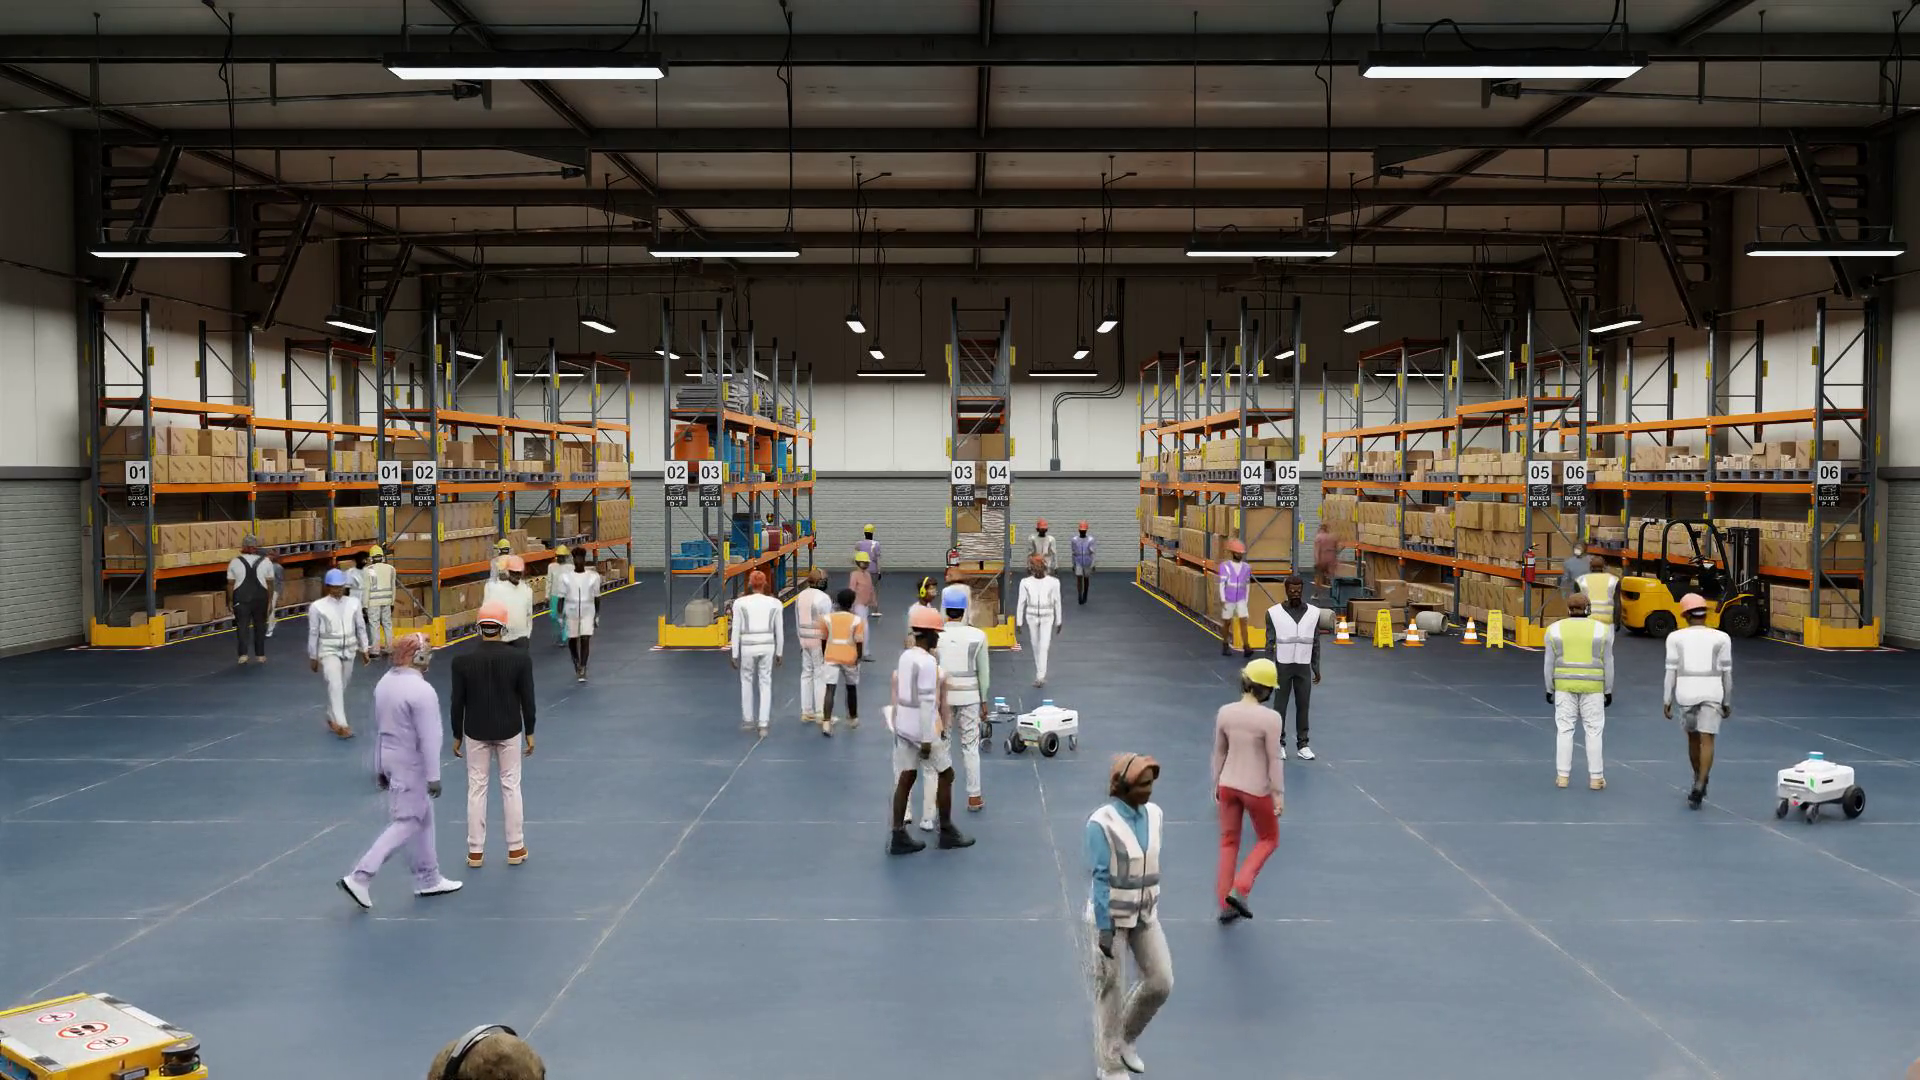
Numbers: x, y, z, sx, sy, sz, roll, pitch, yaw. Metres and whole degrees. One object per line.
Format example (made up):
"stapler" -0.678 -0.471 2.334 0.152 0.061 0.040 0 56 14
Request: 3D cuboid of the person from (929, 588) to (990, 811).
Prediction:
"person" -0.041 1.402 14.239 0.605 1.948 0.404 0 2 5

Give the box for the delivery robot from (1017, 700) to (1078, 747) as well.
"delivery robot" 0.936 1.946 17.194 0.477 0.478 0.707 2 3 42

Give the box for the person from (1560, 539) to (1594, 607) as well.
"person" 10.091 0.937 26.288 0.654 1.916 0.584 2 3 45

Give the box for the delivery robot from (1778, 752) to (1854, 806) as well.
"delivery robot" 7.389 2.075 13.938 0.707 0.478 0.477 -1 3 -34

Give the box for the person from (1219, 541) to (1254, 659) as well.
"person" 4.469 0.963 26.150 0.556 1.891 0.961 0 2 -7

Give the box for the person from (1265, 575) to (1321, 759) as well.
"person" 3.463 1.318 16.844 0.589 1.914 0.377 0 2 -7

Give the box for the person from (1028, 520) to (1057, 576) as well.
"person" 1.801 0.543 35.316 0.627 1.999 1.045 0 2 -3

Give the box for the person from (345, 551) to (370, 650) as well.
"person" -10.171 1.013 27.335 0.369 1.675 0.573 1 3 30

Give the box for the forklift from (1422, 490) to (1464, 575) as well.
"forklift" 13.926 -0.371 47.846 1.873 2.768 1.129 0 2 0

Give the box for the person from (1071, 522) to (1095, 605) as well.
"person" 2.848 0.518 37.255 0.550 1.902 0.941 0 2 6

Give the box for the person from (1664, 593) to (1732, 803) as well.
"person" 6.692 1.427 14.648 0.565 1.877 0.946 1 3 27

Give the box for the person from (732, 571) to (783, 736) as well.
"person" -2.333 1.276 18.496 0.601 1.855 0.779 -1 2 -16

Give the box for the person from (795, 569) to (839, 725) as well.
"person" -1.686 1.259 19.189 0.429 1.840 0.633 -2 3 -40

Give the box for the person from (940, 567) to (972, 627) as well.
"person" -0.100 1.198 23.368 0.523 1.618 0.478 -2 3 -39

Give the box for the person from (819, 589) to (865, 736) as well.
"person" -1.356 1.390 18.469 0.552 1.647 0.902 0 2 6

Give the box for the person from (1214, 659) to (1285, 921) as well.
"person" 1.908 1.648 10.612 0.390 1.737 0.597 -2 3 -45

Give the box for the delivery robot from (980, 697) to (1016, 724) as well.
"delivery robot" 0.429 1.811 17.374 0.335 0.223 0.698 1 2 15

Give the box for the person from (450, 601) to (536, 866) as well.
"person" -3.538 1.458 12.253 0.622 1.993 0.382 -1 2 -13

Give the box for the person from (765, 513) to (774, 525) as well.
"person" -5.611 0.131 47.388 0.354 1.863 0.537 -1 2 -18

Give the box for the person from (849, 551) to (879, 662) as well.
"person" -1.473 1.055 25.515 0.703 1.744 0.537 1 3 27

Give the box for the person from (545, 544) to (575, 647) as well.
"person" -6.891 0.954 27.912 0.549 1.770 0.426 0 2 11

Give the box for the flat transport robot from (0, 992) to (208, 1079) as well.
"flat transport robot" -4.372 2.498 7.974 1.431 0.197 0.652 2 3 40

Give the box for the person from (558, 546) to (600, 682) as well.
"person" -5.495 1.049 23.324 0.599 1.943 0.774 0 2 -11

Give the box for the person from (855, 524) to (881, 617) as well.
"person" -1.909 0.638 33.732 0.584 1.927 0.367 1 2 21

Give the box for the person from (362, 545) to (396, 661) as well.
"person" -9.306 1.001 25.809 0.404 1.828 0.592 2 3 36

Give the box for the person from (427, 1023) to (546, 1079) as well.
"person" -0.890 1.854 2.994 0.371 1.939 0.629 1 2 20

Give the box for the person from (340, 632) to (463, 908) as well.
"person" -3.846 1.567 11.094 0.853 1.876 0.676 -2 3 -43

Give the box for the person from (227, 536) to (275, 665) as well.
"person" -11.143 0.935 25.386 0.691 2.000 0.913 -1 2 -24

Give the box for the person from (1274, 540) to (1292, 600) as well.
"person" 7.491 0.481 37.670 0.586 1.928 0.380 1 2 14

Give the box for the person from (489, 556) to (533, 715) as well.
"person" -5.622 1.166 20.102 0.625 1.968 0.914 -2 3 -41

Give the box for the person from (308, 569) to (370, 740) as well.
"person" -7.057 1.265 18.294 0.992 1.906 0.600 2 3 44

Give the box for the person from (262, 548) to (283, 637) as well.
"person" -12.638 0.952 29.554 0.516 1.617 0.538 0 2 1

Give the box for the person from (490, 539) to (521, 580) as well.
"person" -8.026 0.894 28.461 0.597 1.831 0.403 -2 3 -43

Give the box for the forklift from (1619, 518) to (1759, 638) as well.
"forklift" 13.417 0.684 29.791 2.313 2.155 1.214 0 2 0

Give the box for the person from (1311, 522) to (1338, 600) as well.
"person" 8.635 0.507 37.994 0.690 1.861 0.934 -1 2 -23

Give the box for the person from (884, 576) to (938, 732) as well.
"person" -0.525 1.312 17.792 0.647 1.843 0.561 1 2 17

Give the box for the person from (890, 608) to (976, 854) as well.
"person" -0.209 1.486 12.655 0.805 1.901 0.574 -1 3 -27

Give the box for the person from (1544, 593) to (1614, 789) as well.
"person" 5.855 1.418 15.268 0.619 1.837 0.430 1 3 26

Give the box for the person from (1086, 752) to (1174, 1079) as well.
"person" 0.799 1.820 7.702 0.511 1.624 0.366 -2 3 -37

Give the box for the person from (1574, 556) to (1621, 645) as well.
"person" 9.077 1.132 23.010 0.636 1.787 0.966 1 2 22

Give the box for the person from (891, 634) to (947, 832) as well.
"person" -0.348 1.597 13.450 0.522 1.623 0.507 -1 2 -19

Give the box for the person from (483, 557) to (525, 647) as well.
"person" -6.510 1.134 23.075 0.615 1.785 0.953 0 2 -10

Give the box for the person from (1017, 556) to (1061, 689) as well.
"person" 1.095 1.132 22.517 0.597 1.831 1.012 0 2 12
